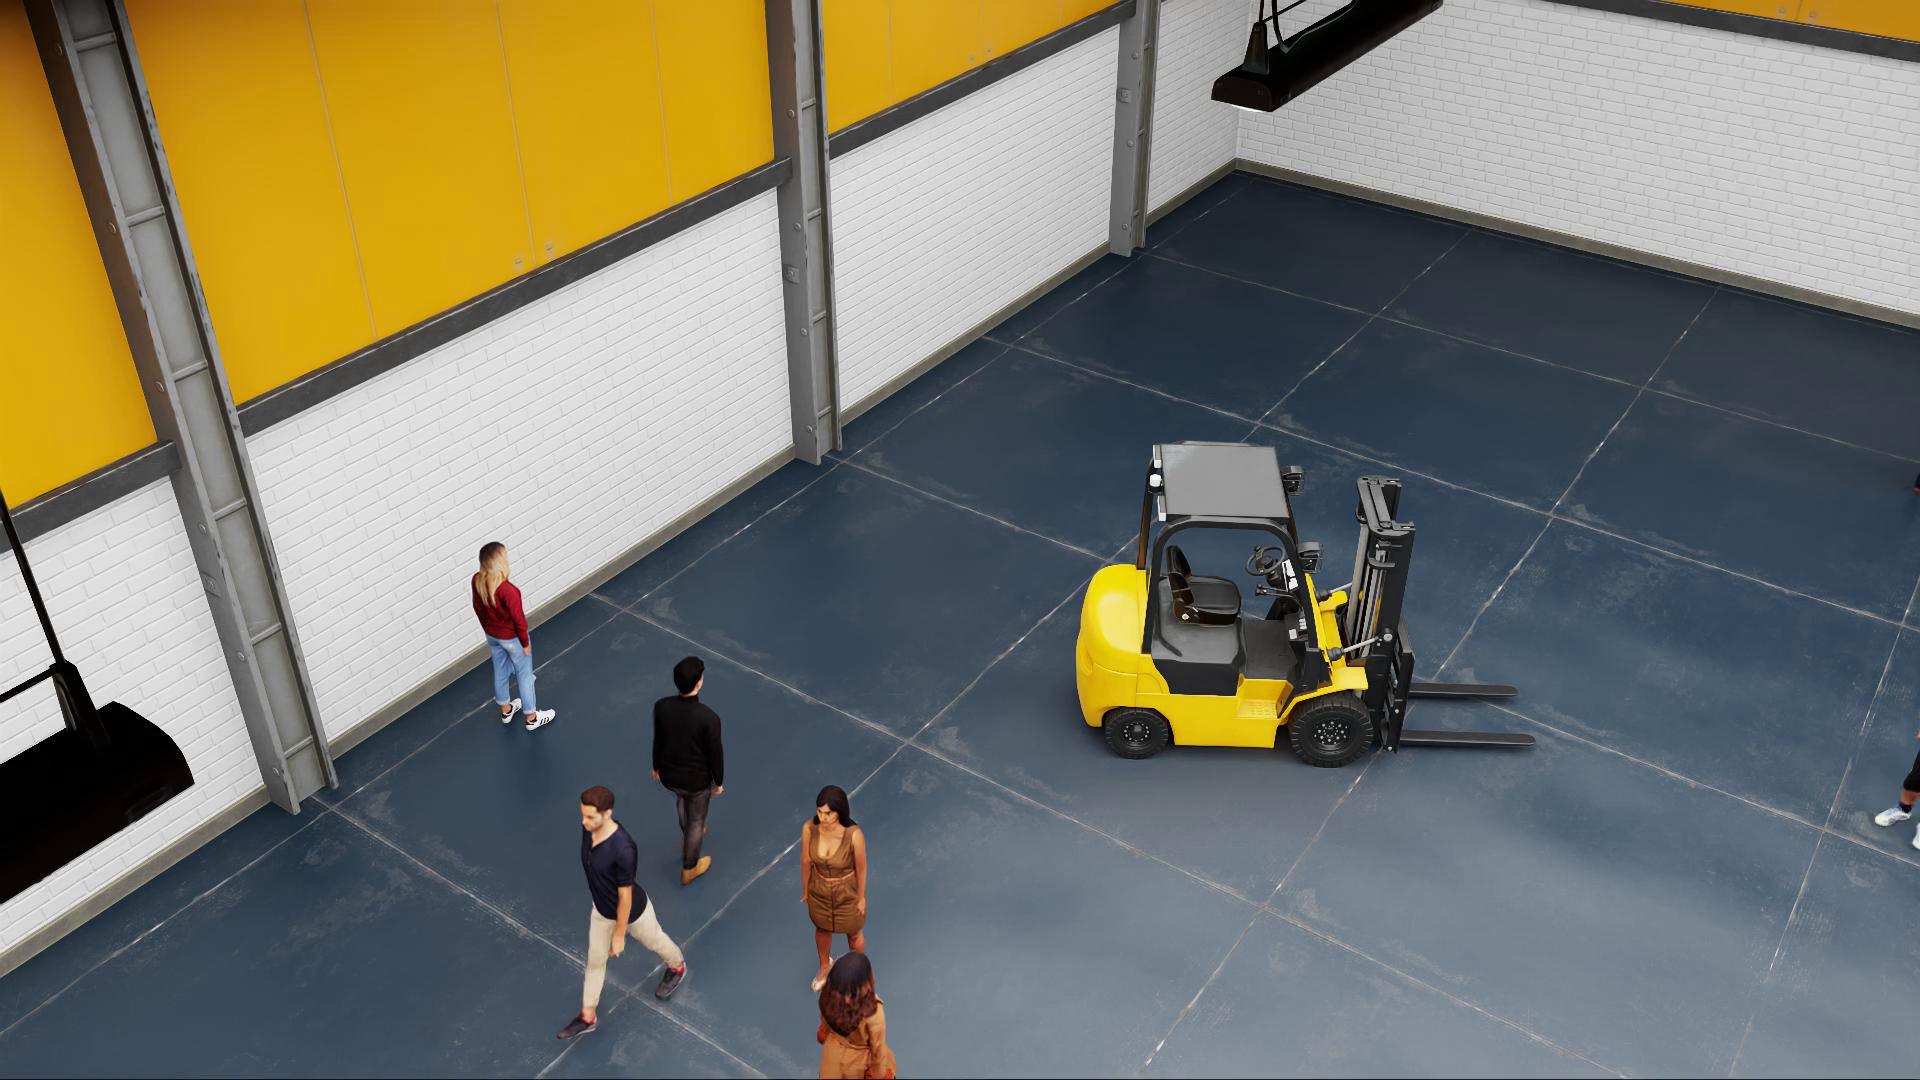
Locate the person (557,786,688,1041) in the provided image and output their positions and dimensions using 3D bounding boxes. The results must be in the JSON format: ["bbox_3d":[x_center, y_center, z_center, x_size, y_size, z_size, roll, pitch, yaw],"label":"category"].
[{"bbox_3d":[-1.987,2.187,10.136,0.708,1.803,1.172,24,40,31],"label":"person"}]

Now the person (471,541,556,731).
[{"bbox_3d":[-3.408,0.710,12.511,0.621,1.634,0.539,16,37,23],"label":"person"}]

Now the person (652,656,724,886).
[{"bbox_3d":[-1.865,1.576,11.152,0.744,1.697,0.822,13,36,19],"label":"person"}]

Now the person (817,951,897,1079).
[{"bbox_3d":[-0.628,2.952,9.107,0.747,1.668,1.160,19,38,26],"label":"person"}]

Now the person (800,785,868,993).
[{"bbox_3d":[-0.765,2.170,10.265,0.629,1.690,0.612,9,35,13],"label":"person"}]
